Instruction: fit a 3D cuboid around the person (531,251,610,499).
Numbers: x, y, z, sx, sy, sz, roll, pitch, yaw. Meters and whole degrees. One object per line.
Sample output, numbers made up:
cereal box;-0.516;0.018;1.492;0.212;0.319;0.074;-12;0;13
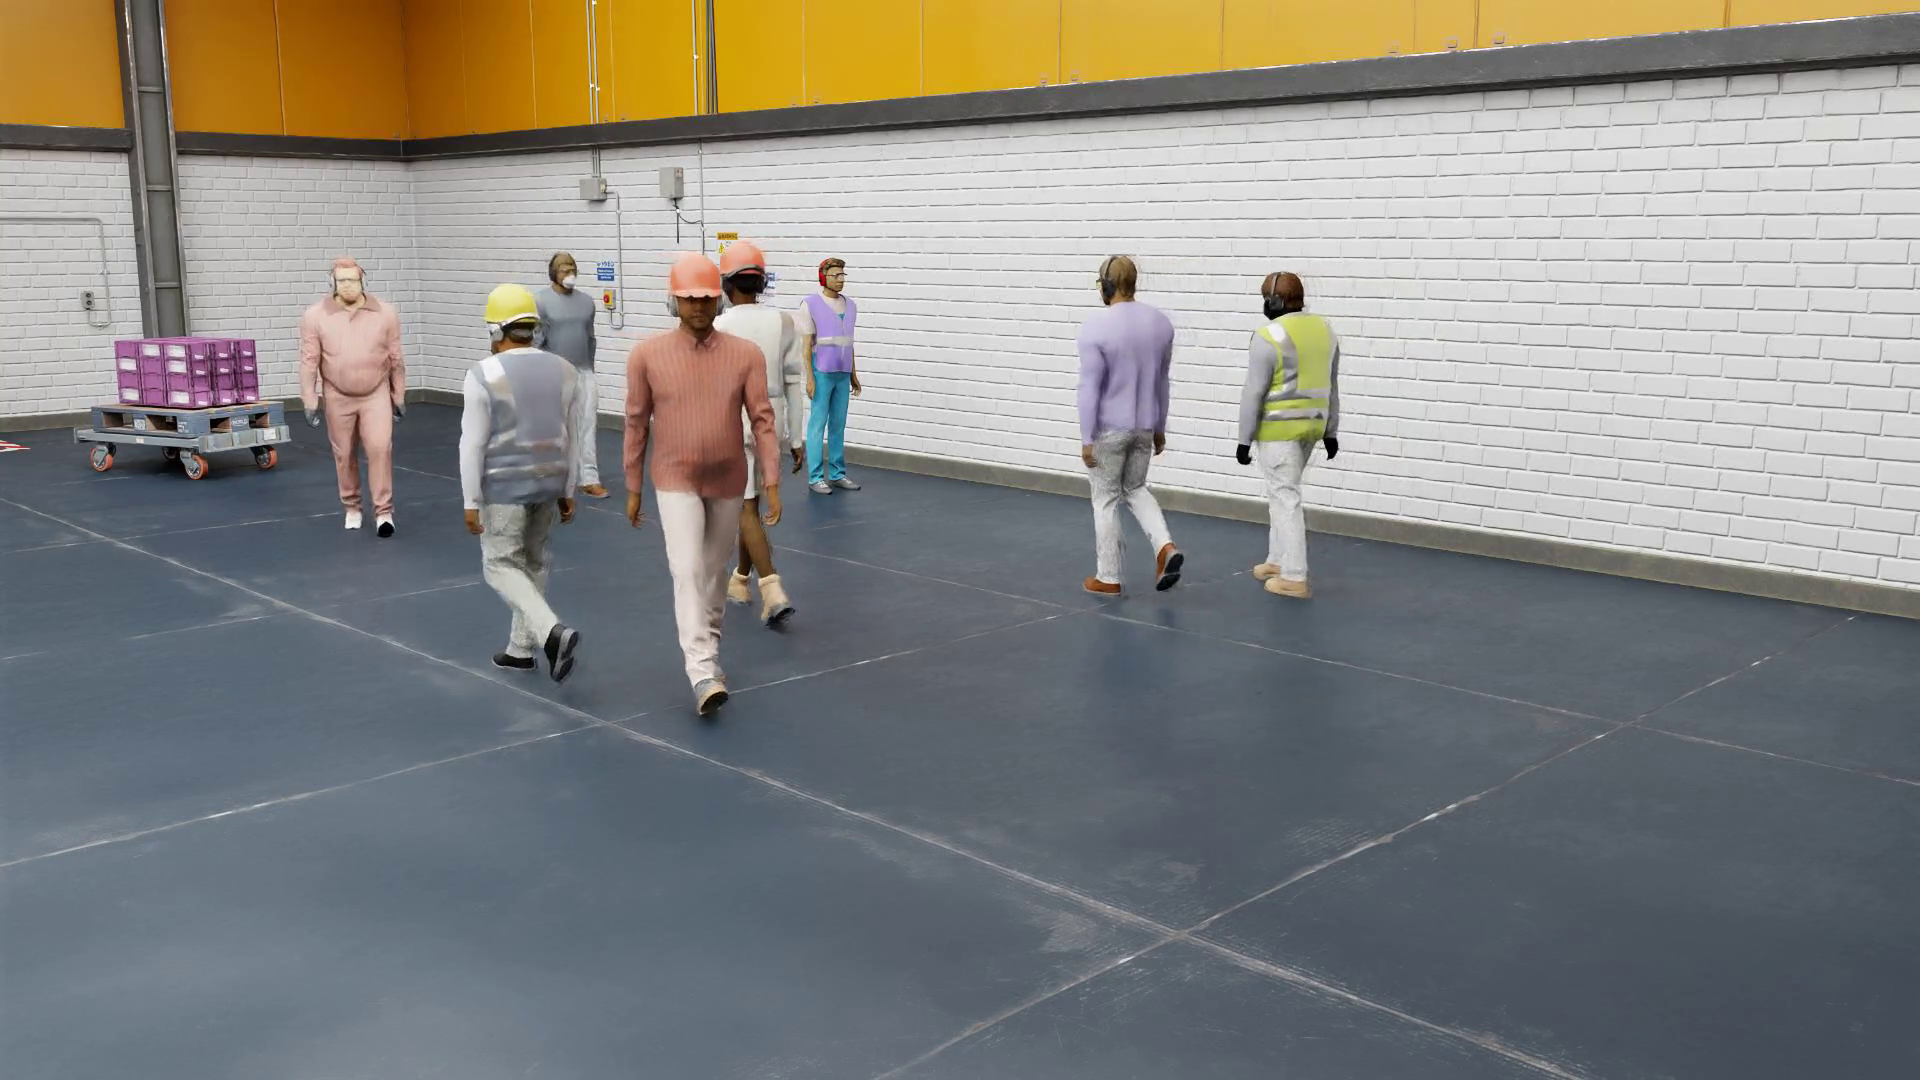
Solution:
person;-3.120;-1.291;12.967;0.936;1.908;0.641;9;14;42

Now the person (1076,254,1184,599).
person;0.929;-0.601;9.136;0.637;1.922;0.574;-6;12;-31

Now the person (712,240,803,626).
person;-1.100;-0.567;8.750;0.620;2.007;1.017;-6;12;-32

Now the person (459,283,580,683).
person;-1.941;-0.237;7.448;0.699;1.814;0.590;9;14;40

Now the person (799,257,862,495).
person;-1.027;-1.294;13.129;0.389;1.848;0.563;9;14;39

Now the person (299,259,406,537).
person;-4.079;-0.946;11.203;0.677;1.854;0.974;-4;11;-19

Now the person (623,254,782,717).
person;-1.093;-0.245;7.156;0.644;1.930;1.056;-4;11;-20

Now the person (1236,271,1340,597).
person;1.780;-0.603;9.447;0.650;1.815;0.704;-8;13;-37
